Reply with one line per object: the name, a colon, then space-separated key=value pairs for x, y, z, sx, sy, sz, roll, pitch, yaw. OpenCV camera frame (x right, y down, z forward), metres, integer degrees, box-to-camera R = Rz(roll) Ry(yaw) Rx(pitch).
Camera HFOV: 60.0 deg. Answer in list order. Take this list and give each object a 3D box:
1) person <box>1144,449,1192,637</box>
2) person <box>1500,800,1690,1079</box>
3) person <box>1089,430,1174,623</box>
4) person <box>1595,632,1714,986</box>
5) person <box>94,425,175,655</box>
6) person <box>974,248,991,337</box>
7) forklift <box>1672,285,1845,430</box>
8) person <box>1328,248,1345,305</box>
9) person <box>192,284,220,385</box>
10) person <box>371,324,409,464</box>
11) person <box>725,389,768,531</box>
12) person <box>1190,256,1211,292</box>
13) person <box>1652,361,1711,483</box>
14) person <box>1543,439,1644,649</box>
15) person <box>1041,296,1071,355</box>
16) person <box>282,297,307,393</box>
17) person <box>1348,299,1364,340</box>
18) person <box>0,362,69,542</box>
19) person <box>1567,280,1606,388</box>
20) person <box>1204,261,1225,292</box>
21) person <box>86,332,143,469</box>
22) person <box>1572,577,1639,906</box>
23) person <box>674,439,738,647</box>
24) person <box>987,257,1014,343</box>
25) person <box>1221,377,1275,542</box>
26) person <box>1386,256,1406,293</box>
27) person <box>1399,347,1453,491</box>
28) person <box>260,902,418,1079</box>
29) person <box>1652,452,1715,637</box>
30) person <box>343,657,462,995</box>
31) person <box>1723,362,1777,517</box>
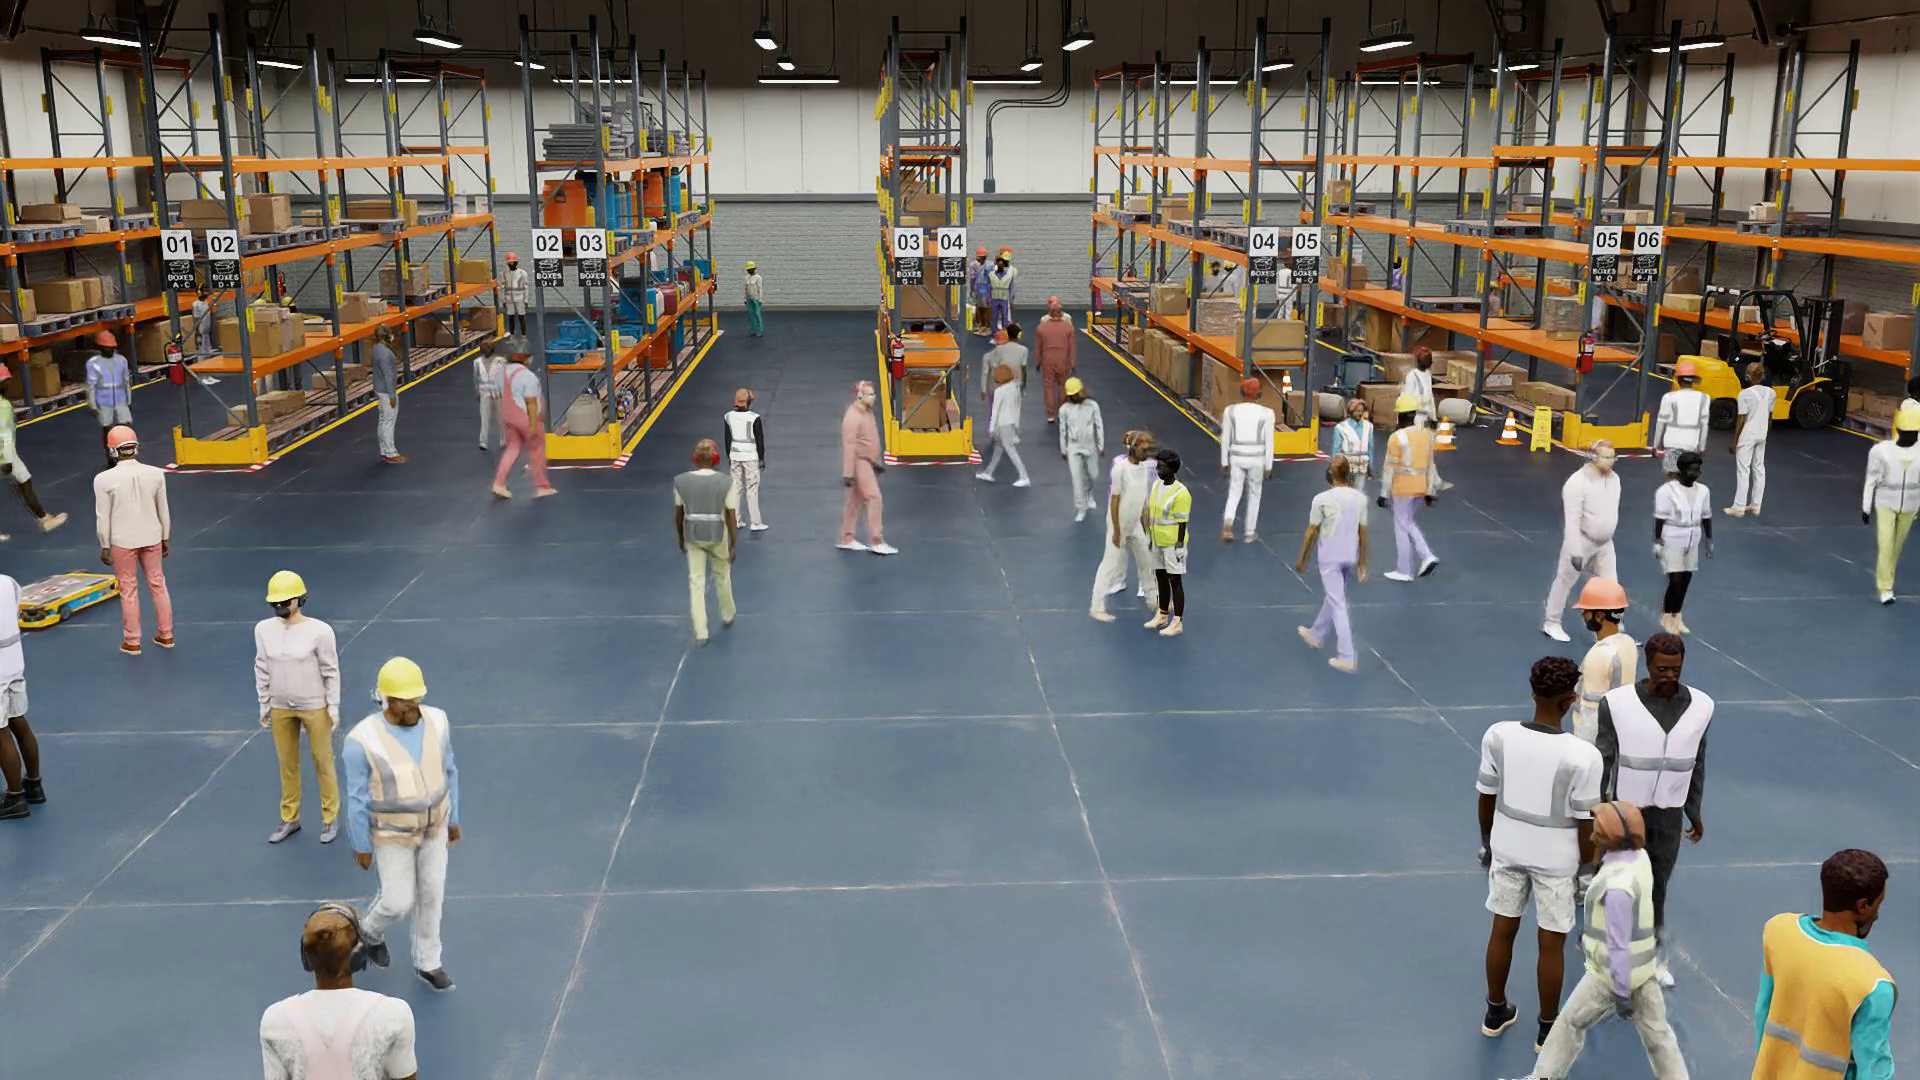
person: x=1.868 y=0.018 z=14.946 sx=0.319 sy=1.694 sz=0.533 roll=-6 pitch=15 yaw=-26
person: x=2.890 y=1.875 z=7.314 sx=0.894 sy=1.579 sz=0.526 roll=10 pitch=16 yaw=35
person: x=1.623 y=-0.148 z=15.431 sx=0.518 sy=1.807 sz=0.708 roll=12 pitch=18 yaw=41
person: x=3.568 y=1.387 z=8.657 sx=0.596 sy=1.916 sz=0.372 roll=0 pitch=13 yaw=-2
person: x=-7.155 y=-0.005 z=14.423 sx=0.413 sy=1.987 sz=0.607 roll=10 pitch=17 yaw=37
person: x=0.516 y=-5.726 z=38.556 sx=0.410 sy=2.033 sz=0.675 roll=-5 pitch=14 yaw=-21
forklift: x=12.503 y=-2.886 z=26.166 sx=2.313 sy=2.155 sz=1.214 roll=-1 pitch=13 yaw=-3
person: x=9.624 y=-6.477 z=42.201 sx=0.605 sy=1.810 sz=0.421 roll=-8 pitch=16 yaw=-31
person: x=-13.994 y=-3.809 z=30.799 sx=0.340 sy=1.861 sz=0.534 roll=0 pitch=13 yaw=2
person: x=-7.950 y=-2.034 z=23.100 sx=0.362 sy=1.939 sz=0.636 roll=-8 pitch=16 yaw=-31
person: x=-2.453 y=-0.913 z=19.000 sx=0.514 sy=1.638 sz=0.310 roll=7 pitch=15 yaw=27
person: x=5.655 y=-5.803 z=39.250 sx=0.581 sy=1.848 sz=0.612 roll=1 pitch=13 yaw=6
person: x=8.392 y=-1.115 z=19.358 sx=0.559 sy=1.918 sz=0.867 roll=1 pitch=13 yaw=3
person: x=5.516 y=0.051 z=14.457 sx=0.667 sy=1.851 sz=0.993 roll=-6 pitch=15 yaw=-25
person: x=1.696 y=-3.474 z=29.622 sx=0.602 sy=1.739 sz=0.375 roll=-1 pitch=13 yaw=-6
person: x=-11.806 y=-3.422 z=29.402 sx=0.295 sy=1.743 sz=0.493 roll=8 pitch=15 yaw=29
person: x=8.875 y=-5.260 z=37.450 sx=0.419 sy=1.616 sz=0.515 roll=-6 pitch=15 yaw=-25
person: x=-10.586 y=-0.989 z=18.547 sx=0.608 sy=1.989 sz=1.029 roll=7 pitch=15 yaw=27
person: x=11.386 y=-3.769 z=30.236 sx=0.684 sy=2.000 sz=0.540 roll=-1 pitch=13 yaw=-3
person: x=5.664 y=-5.322 z=37.209 sx=0.529 sy=1.858 sz=0.612 roll=-2 pitch=13 yaw=-6
person: x=-11.398 y=-1.844 z=22.395 sx=0.568 sy=1.890 sz=0.968 roll=-12 pitch=18 yaw=-41
person: x=3.665 y=1.159 z=9.618 sx=0.386 sy=1.924 sz=0.548 roll=11 pitch=17 yaw=38
person: x=-2.238 y=-0.011 z=14.833 sx=0.572 sy=1.802 sz=0.939 roll=0 pitch=13 yaw=-1
person: x=0.902 y=-5.367 z=37.265 sx=0.587 sy=1.920 sz=0.390 roll=1 pitch=13 yaw=5
person: x=3.141 y=-0.851 z=18.258 sx=0.583 sy=1.864 sz=0.666 roll=6 pitch=14 yaw=22
person: x=10.228 y=-5.745 z=39.058 sx=0.429 sy=1.837 sz=0.625 roll=-6 pitch=14 yaw=-23
person: x=5.896 y=-1.566 z=21.354 sx=0.980 sy=1.832 sz=0.598 roll=10 pitch=16 yaw=36
person: x=-2.083 y=2.121 z=5.704 sx=0.517 sy=1.842 sz=0.326 roll=-1 pitch=13 yaw=-6
person: x=6.474 y=0.043 z=14.839 sx=0.560 sy=1.677 sz=0.456 roll=-4 pitch=14 yaw=-17
person: x=-2.877 y=1.455 z=8.596 sx=0.522 sy=1.817 sz=0.591 roll=11 pitch=17 yaw=39
person: x=9.373 y=-1.184 z=19.718 sx=0.507 sy=1.840 sz=0.343 roll=-4 pitch=14 yaw=-15
